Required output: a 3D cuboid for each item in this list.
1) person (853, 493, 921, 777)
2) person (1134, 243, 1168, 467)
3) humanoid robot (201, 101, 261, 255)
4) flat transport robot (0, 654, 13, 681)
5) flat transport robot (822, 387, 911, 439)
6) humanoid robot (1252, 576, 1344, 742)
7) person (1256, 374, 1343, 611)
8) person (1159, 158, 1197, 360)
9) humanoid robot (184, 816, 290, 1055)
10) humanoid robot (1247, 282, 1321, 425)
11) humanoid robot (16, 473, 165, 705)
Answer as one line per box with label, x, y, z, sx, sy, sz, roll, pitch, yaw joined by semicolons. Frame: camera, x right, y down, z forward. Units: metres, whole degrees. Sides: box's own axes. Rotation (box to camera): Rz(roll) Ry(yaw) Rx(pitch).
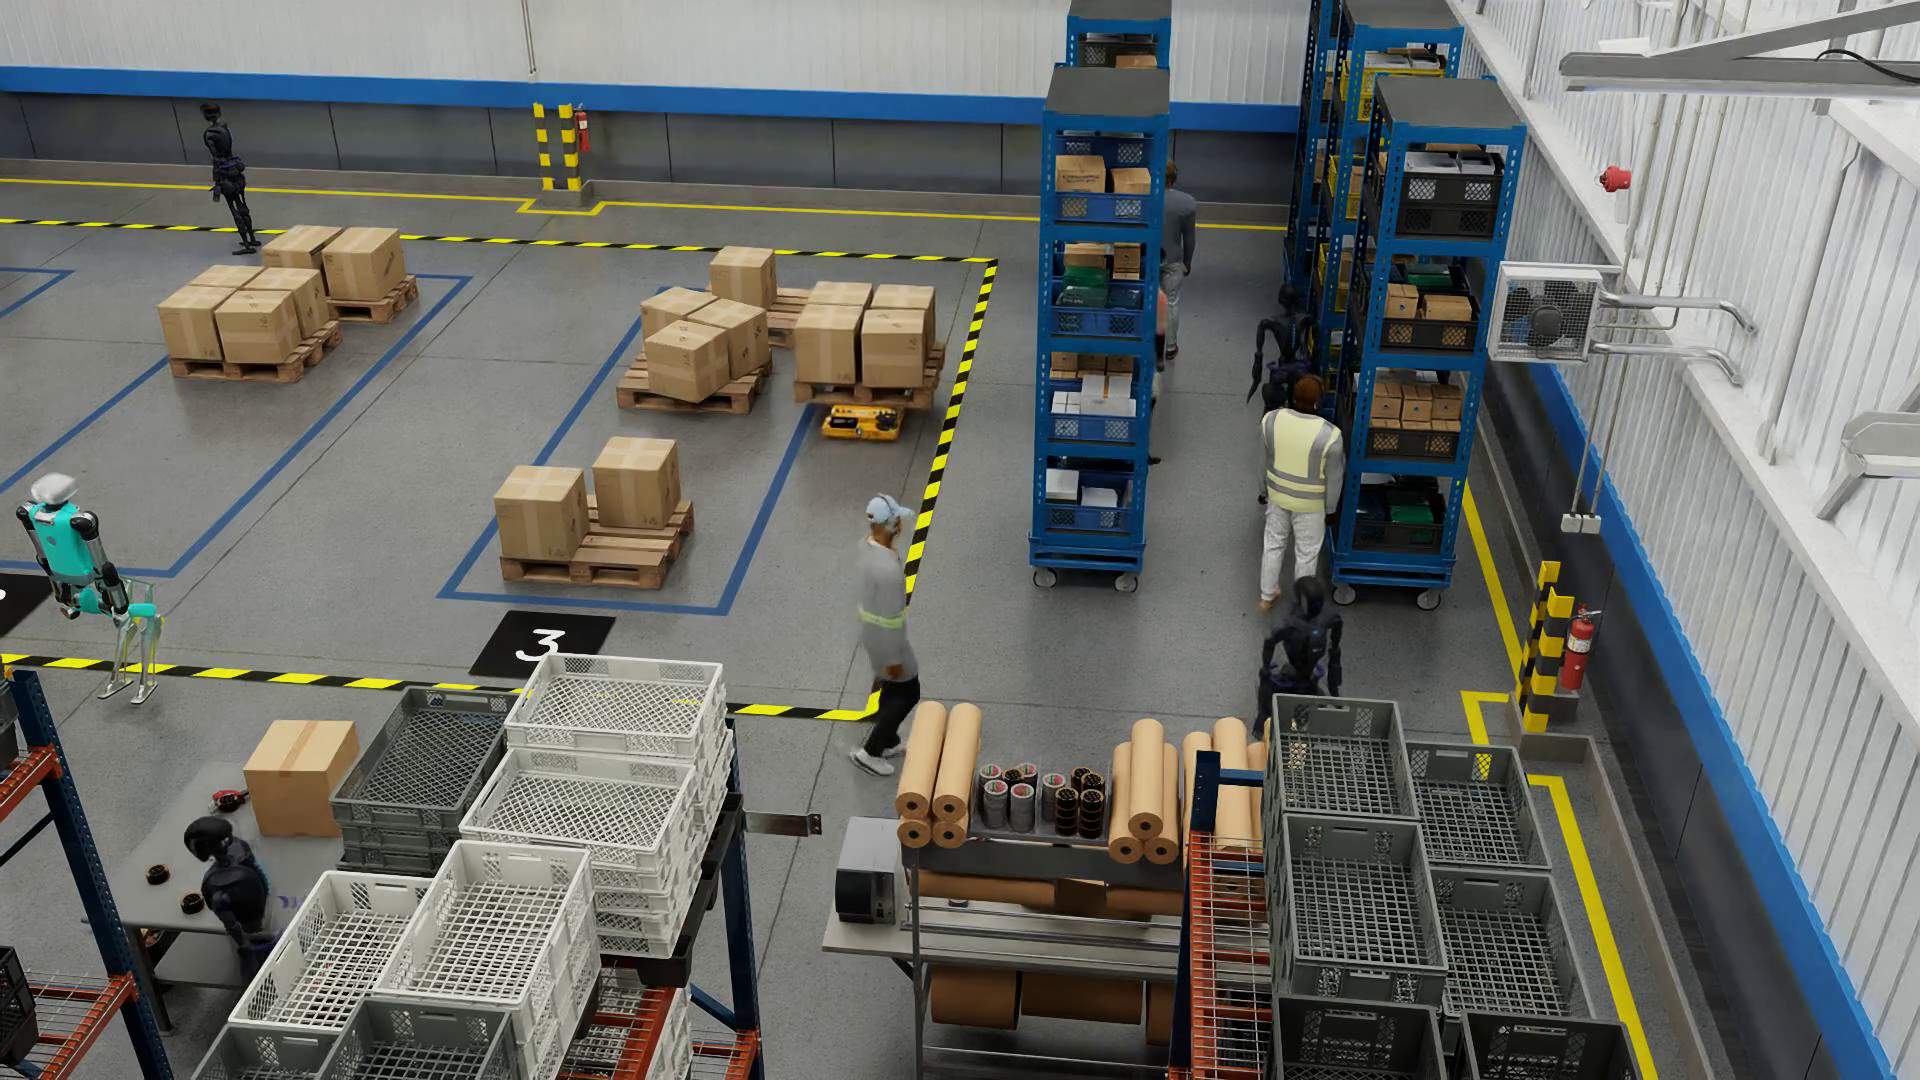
person;-0.461;0.586;10.136;0.459;1.818;0.657;-10;32;-16
person;1.373;-1.545;13.706;0.767;1.942;0.361;26;39;37
humanoid robot;-7.926;-3.925;18.002;0.315;1.655;0.599;-1;30;-2
flat transport robot;-7.142;0.969;11.010;1.431;0.231;0.659;3;30;6
flat transport robot;-0.789;-1.322;14.916;0.652;0.197;1.431;3;30;6
humanoid robot;1.999;0.928;9.722;0.593;1.626;0.778;-13;33;-21
person;2.364;-0.293;11.617;0.621;1.841;0.431;21;36;32
person;1.863;-2.603;15.486;0.630;1.939;0.372;2;30;3
humanoid robot;-3.356;1.965;7.926;0.697;1.633;0.612;-6;31;-11
humanoid robot;2.659;-1.277;13.467;0.594;1.637;0.430;-5;31;-8
humanoid robot;-5.443;0.255;10.647;0.533;1.672;0.735;8;31;14
